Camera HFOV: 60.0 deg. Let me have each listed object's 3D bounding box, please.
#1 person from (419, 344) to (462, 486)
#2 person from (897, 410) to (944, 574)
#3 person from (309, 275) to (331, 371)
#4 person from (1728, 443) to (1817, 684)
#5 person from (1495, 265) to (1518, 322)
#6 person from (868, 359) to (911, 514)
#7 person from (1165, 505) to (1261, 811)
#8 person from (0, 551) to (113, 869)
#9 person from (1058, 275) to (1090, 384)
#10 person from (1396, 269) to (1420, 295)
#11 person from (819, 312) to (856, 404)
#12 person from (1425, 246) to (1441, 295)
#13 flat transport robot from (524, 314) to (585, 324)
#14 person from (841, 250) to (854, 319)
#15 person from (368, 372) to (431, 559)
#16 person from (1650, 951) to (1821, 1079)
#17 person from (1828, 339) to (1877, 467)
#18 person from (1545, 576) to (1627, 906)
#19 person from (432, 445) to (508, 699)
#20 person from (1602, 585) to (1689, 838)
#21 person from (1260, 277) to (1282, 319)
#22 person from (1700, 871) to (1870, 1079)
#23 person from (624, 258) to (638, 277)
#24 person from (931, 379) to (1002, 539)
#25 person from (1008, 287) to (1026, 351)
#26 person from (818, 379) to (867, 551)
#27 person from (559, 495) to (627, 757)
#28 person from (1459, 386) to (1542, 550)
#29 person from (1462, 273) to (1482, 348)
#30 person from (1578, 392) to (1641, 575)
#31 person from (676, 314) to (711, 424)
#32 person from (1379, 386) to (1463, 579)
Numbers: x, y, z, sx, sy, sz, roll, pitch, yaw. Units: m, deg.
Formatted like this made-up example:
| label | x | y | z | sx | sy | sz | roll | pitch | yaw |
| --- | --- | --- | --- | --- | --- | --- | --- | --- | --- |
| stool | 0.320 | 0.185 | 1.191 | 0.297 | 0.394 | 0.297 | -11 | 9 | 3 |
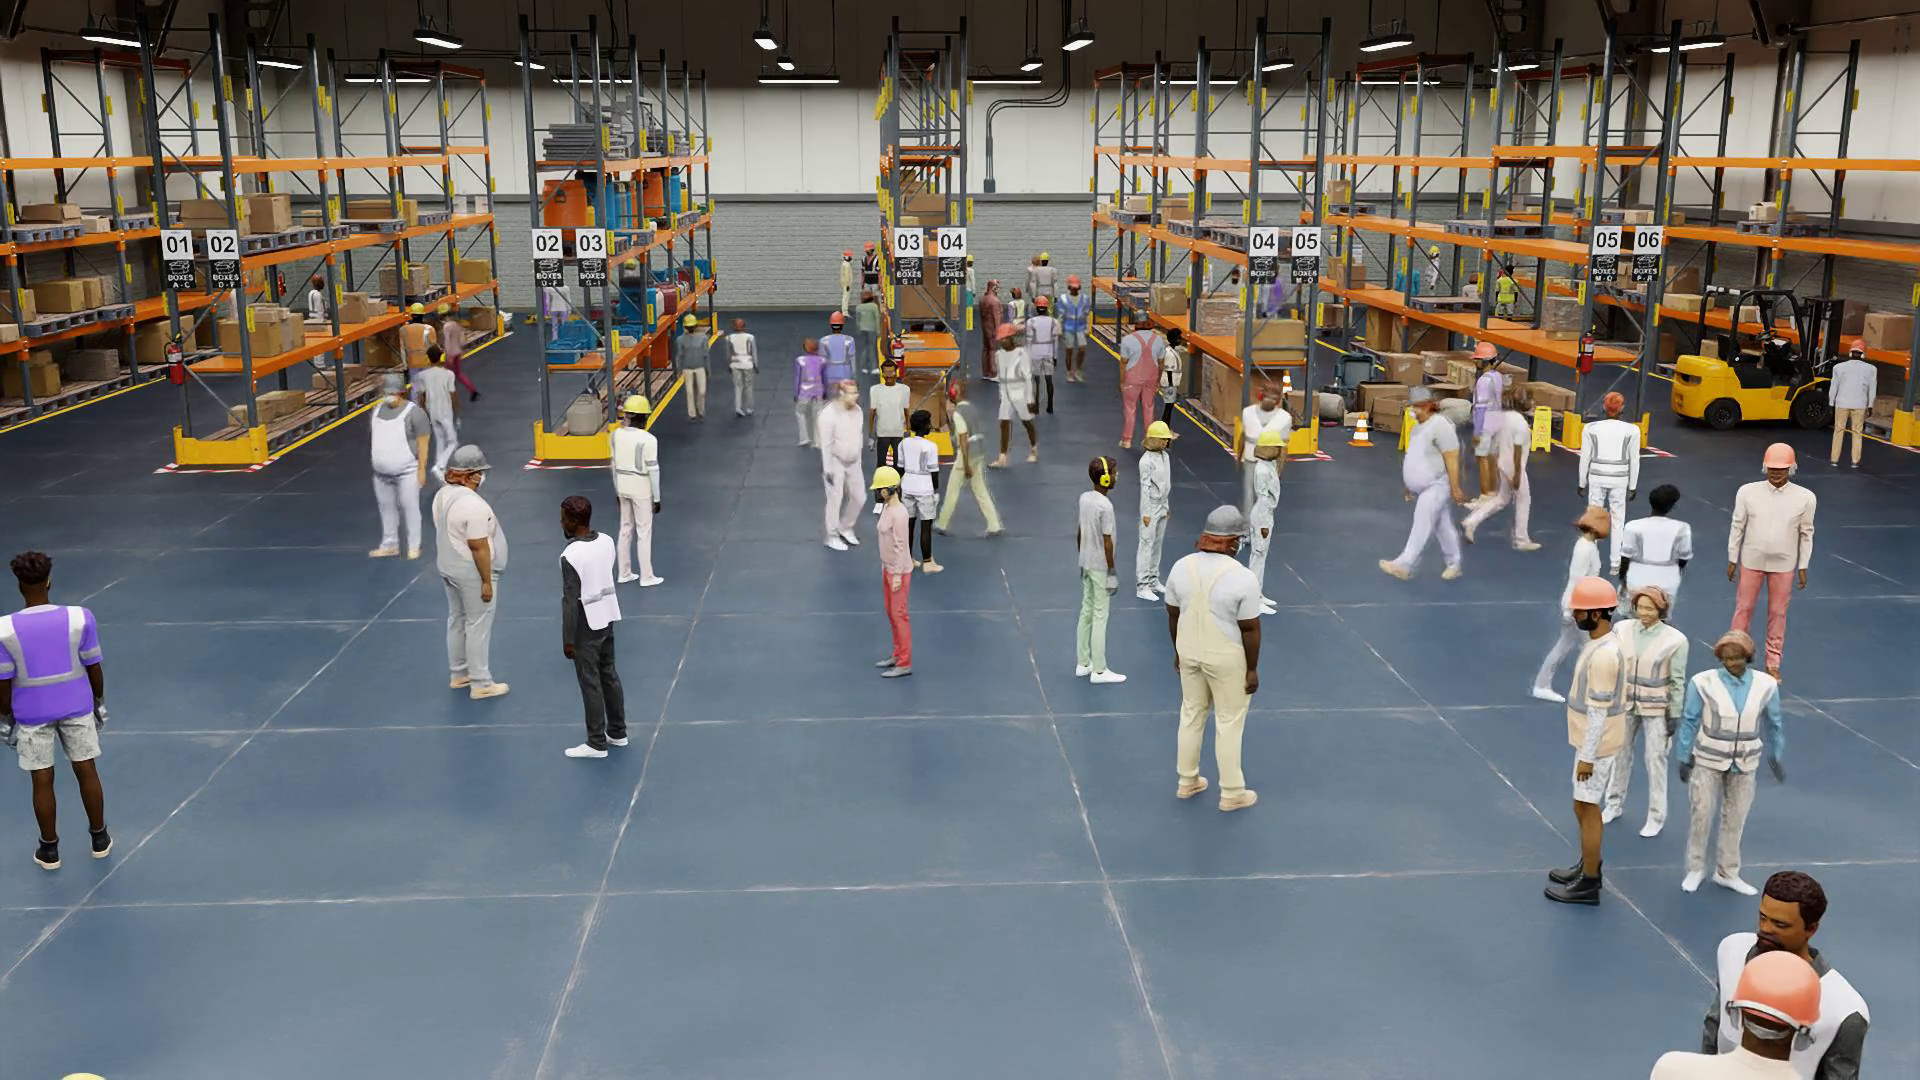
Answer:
| label | x | y | z | sx | sy | sz | roll | pitch | yaw |
| --- | --- | --- | --- | --- | --- | --- | --- | --- | --- |
| person | -6.692 | -1.584 | 21.388 | 0.538 | 1.851 | 0.535 | 3 | 14 | 12 |
| person | -0.414 | -0.498 | 17.109 | 0.534 | 1.698 | 0.322 | 12 | 18 | 41 |
| person | -12.525 | -4.226 | 32.507 | 0.337 | 1.882 | 0.583 | -8 | 16 | -31 |
| person | 6.597 | 0.187 | 13.572 | 0.614 | 1.993 | 0.395 | 7 | 15 | 26 |
| person | 12.498 | -5.441 | 38.051 | 0.537 | 1.697 | 0.320 | 11 | 17 | 38 |
| person | -0.832 | -1.239 | 19.887 | 0.534 | 1.868 | 0.310 | -2 | 13 | -7 |
| person | 1.729 | 0.759 | 11.051 | 0.684 | 2.000 | 0.535 | 12 | 18 | 42 |
| person | -5.503 | 1.024 | 10.089 | 0.602 | 1.967 | 0.368 | -9 | 16 | -34 |
| person | 2.125 | -3.867 | 30.703 | 0.630 | 2.011 | 0.839 | -2 | 13 | -7 |
| person | 10.777 | -5.944 | 40.063 | 0.560 | 1.752 | 0.325 | 2 | 13 | 9 |
| person | -1.814 | -2.424 | 24.755 | 0.543 | 1.939 | 0.360 | -1 | 13 | -3 |
| person | 12.187 | -6.652 | 42.893 | 0.404 | 1.833 | 0.590 | 3 | 14 | 12 |
| flat transport robot | -10.029 | -5.481 | 41.277 | 1.431 | 0.197 | 0.652 | 6 | 14 | 23 |
| person | -2.885 | -6.577 | 42.744 | 0.342 | 1.751 | 0.564 | -2 | 13 | -8 |
| person | -6.007 | -0.788 | 17.607 | 0.772 | 2.000 | 0.537 | 4 | 14 | 17 |
| person | 2.390 | 2.196 | 5.108 | 0.627 | 1.980 | 0.414 | 8 | 16 | 31 |
| person | 12.237 | -1.878 | 22.837 | 0.573 | 1.749 | 0.342 | 7 | 15 | 27 |
| person | 3.639 | 1.151 | 9.647 | 0.391 | 1.924 | 0.552 | 5 | 14 | 20 |
| person | -3.878 | 0.230 | 13.291 | 0.535 | 2.000 | 0.684 | -12 | 18 | -42 |
| person | 4.350 | 1.077 | 10.592 | 0.314 | 1.631 | 0.518 | -11 | 17 | -39 |
| person | 6.737 | -4.988 | 35.877 | 0.634 | 1.821 | 0.656 | 12 | 18 | 42 |
| person | 2.832 | 2.052 | 5.832 | 0.389 | 1.921 | 0.592 | -6 | 14 | -23 |
| person | -7.931 | -5.880 | 39.900 | 0.478 | 1.717 | 0.532 | -6 | 14 | -22 |
| person | 0.026 | -0.897 | 18.609 | 0.975 | 1.778 | 0.616 | 5 | 14 | 21 |
| person | 1.115 | -4.145 | 32.683 | 0.315 | 1.641 | 0.515 | 11 | 17 | 40 |
| person | -1.266 | -0.818 | 18.073 | 0.428 | 1.886 | 0.679 | 12 | 18 | 41 |
| person | -2.645 | 0.615 | 11.949 | 0.391 | 1.912 | 0.589 | 5 | 14 | 19 |
| person | 5.921 | -0.771 | 18.032 | 0.818 | 1.819 | 0.514 | 0 | 13 | -1 |
| person | 11.240 | -5.031 | 36.452 | 0.503 | 1.631 | 0.283 | 7 | 15 | 29 |
| person | 6.642 | -0.579 | 17.051 | 0.574 | 1.887 | 0.355 | 6 | 14 | 23 |
| person | -4.216 | -2.689 | 26.289 | 0.548 | 1.744 | 0.498 | -2 | 13 | -8 |
| person | 4.753 | -0.606 | 16.836 | 0.864 | 2.000 | 0.725 | 0 | 13 | 0 |
